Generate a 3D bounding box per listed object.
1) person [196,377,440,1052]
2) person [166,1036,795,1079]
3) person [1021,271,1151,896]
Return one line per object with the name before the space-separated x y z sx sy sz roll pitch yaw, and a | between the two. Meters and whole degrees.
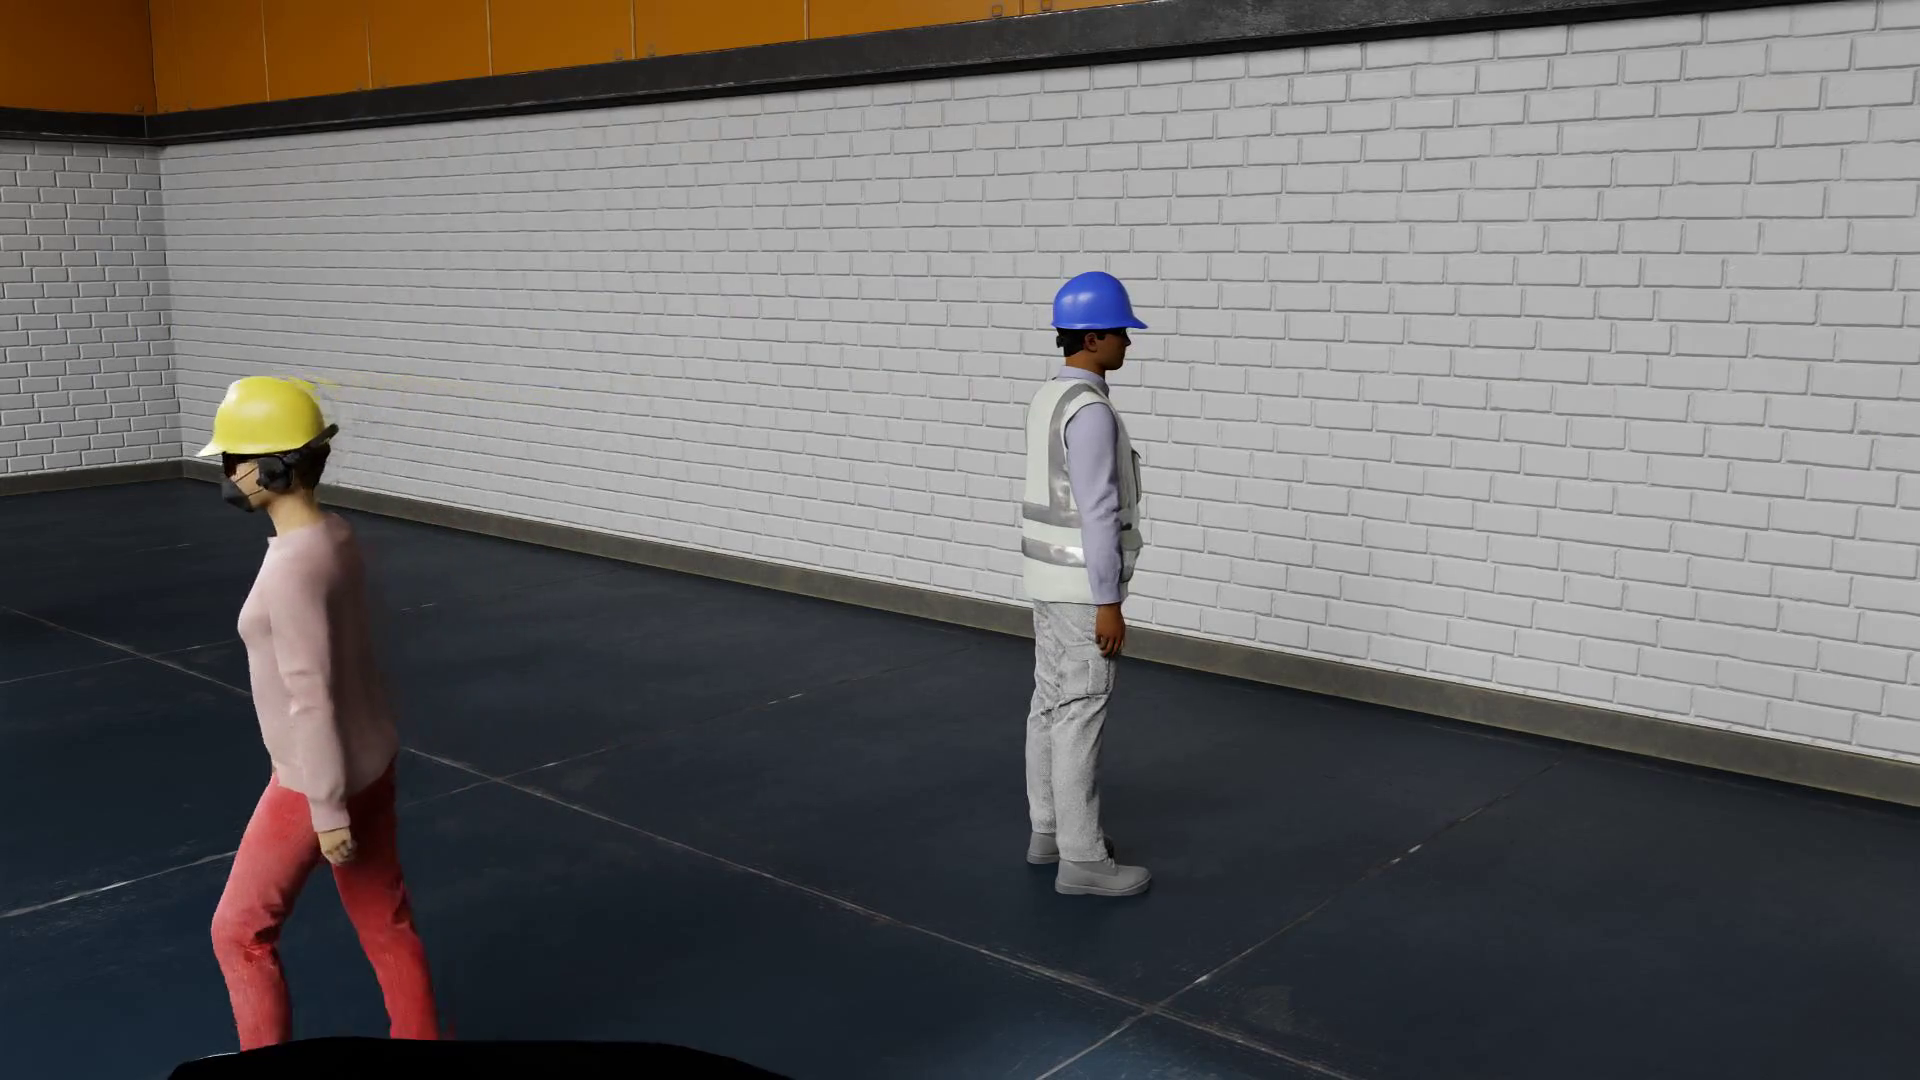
person | -1.496 0.517 3.674 0.687 1.743 0.537 -1 10 -5
person | -0.280 0.926 1.014 0.520 1.865 0.328 0 10 -2
person | 0.388 0.137 5.263 0.389 1.949 0.602 -2 10 -13
